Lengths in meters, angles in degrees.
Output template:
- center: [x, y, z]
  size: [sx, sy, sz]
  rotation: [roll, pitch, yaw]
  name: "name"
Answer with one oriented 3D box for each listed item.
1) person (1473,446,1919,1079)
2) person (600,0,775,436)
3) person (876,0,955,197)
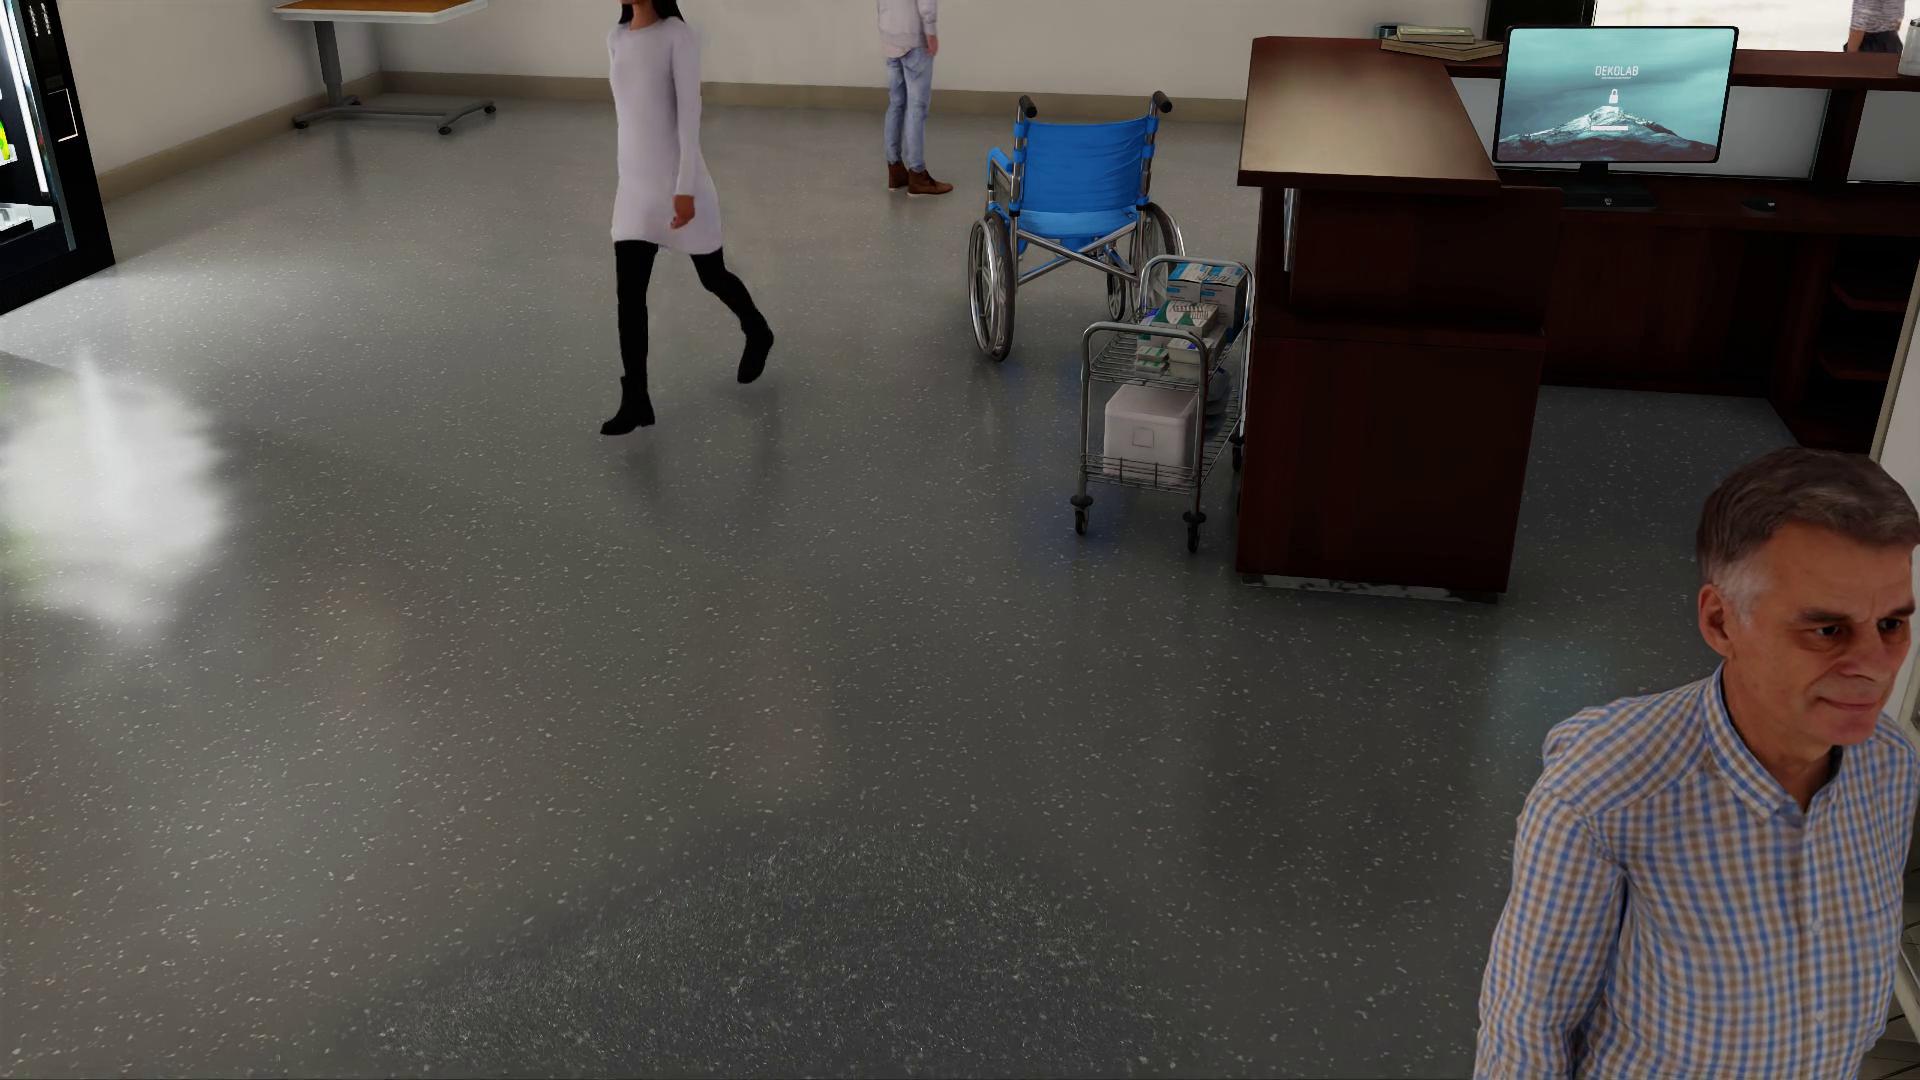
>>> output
- center: [0.829, 0.719, 1.991]
  size: [0.733, 1.818, 0.708]
  rotation: [-7, 27, -13]
  name: "person"
- center: [-1.019, -1.307, 6.258]
  size: [0.863, 1.762, 1.267]
  rotation: [13, 29, 25]
  name: "person"
- center: [-0.298, -2.912, 9.499]
  size: [0.816, 1.838, 0.756]
  rotation: [-17, 30, -31]
  name: "person"
